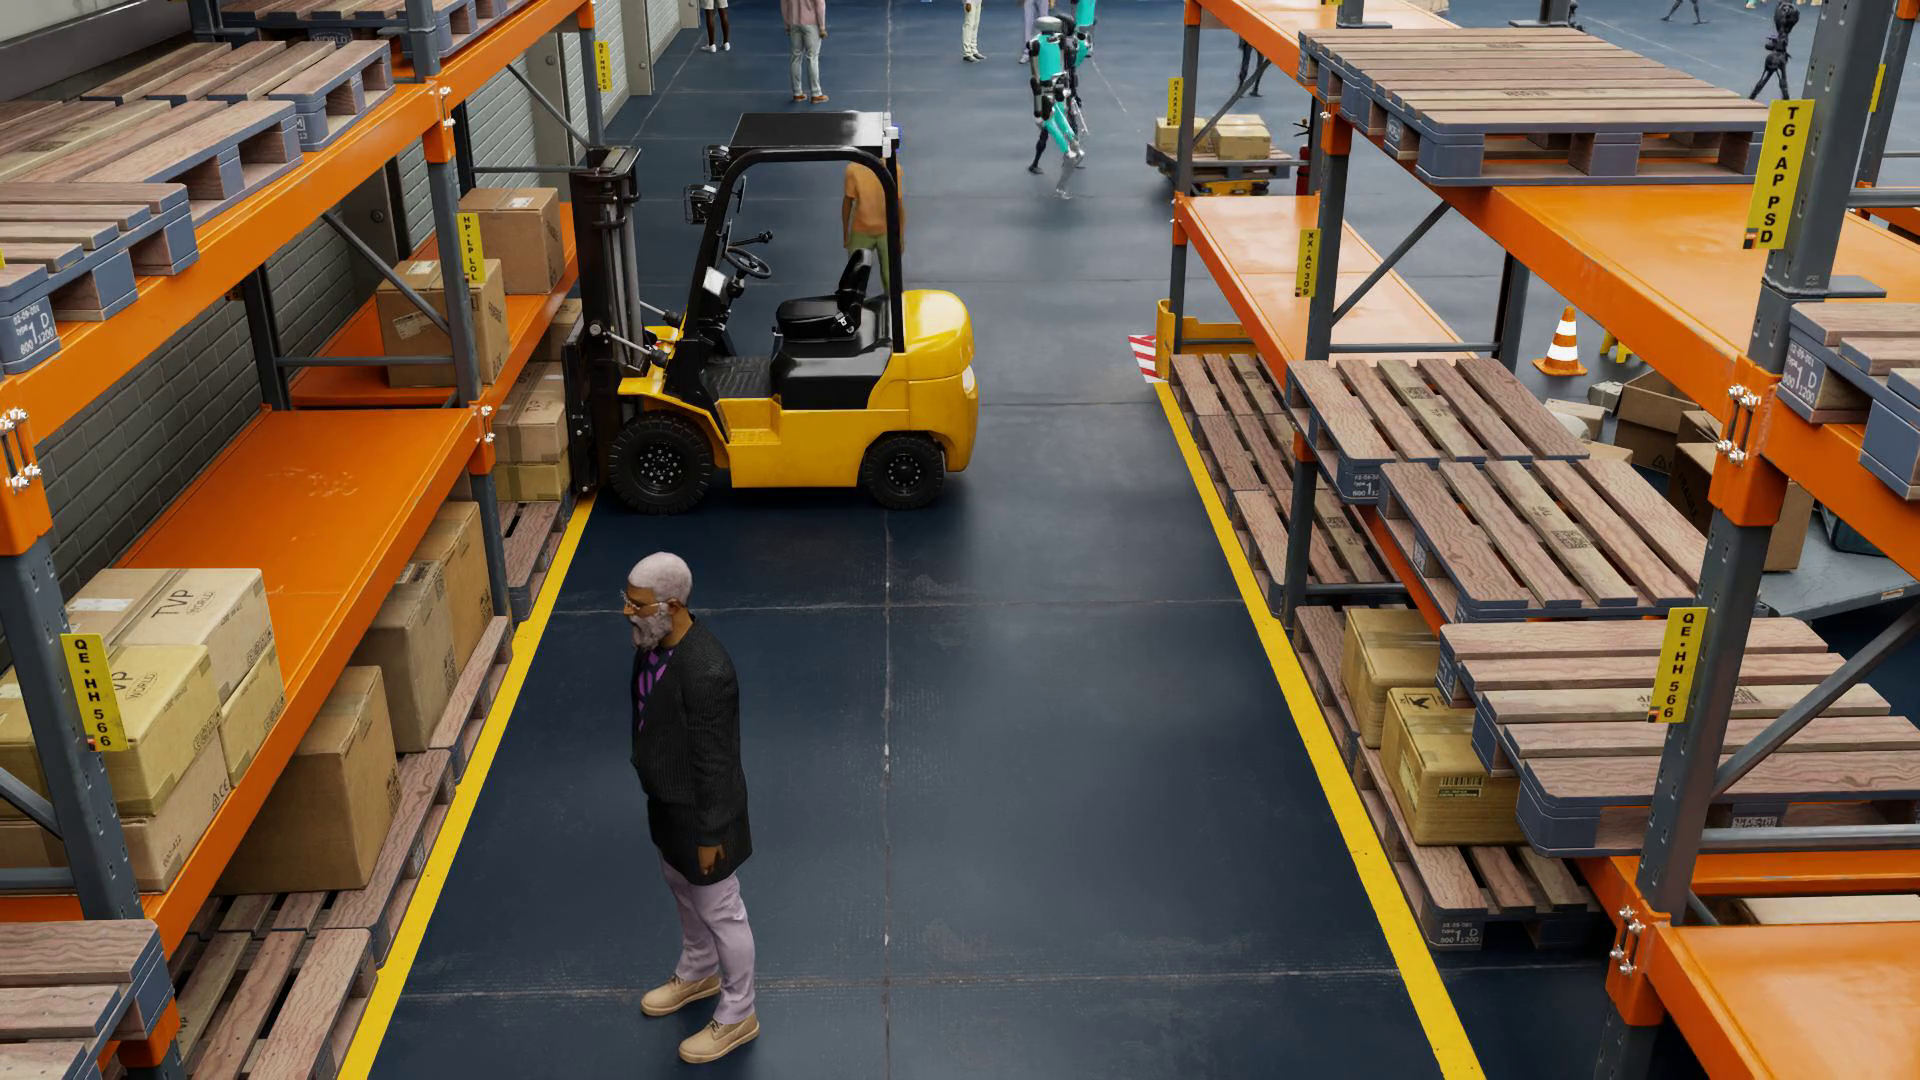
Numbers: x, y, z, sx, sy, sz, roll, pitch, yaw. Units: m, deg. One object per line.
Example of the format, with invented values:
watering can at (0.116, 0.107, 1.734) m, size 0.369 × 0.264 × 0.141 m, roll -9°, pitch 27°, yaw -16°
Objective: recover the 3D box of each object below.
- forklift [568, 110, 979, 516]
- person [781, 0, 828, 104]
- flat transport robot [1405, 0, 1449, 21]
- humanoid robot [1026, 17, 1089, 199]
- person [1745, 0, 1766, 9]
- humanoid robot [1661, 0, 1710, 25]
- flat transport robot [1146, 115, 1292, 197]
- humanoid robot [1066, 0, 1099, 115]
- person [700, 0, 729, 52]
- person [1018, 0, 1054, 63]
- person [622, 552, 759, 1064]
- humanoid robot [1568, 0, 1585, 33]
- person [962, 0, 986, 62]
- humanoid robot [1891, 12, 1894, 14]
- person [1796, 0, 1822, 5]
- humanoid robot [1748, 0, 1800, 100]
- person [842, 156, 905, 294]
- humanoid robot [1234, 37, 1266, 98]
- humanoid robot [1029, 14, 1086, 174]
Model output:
forklift at (-1.043, -1.379, 9.976) m, size 2.313 × 2.155 × 1.214 m, roll -1°, pitch 25°, yaw -2°
person at (-1.994, -6.589, 21.304) m, size 0.626 × 1.940 × 0.372 m, roll 12°, pitch 28°, yaw 24°
flat transport robot at (7.012, -8.206, 26.681) m, size 0.659 × 0.231 × 1.431 m, roll 22°, pitch 33°, yaw 39°
humanoid robot at (1.071, -4.276, 16.721) m, size 0.755 × 1.850 × 0.546 m, roll 19°, pitch 32°, yaw 35°
person at (14.166, -10.405, 29.442) m, size 0.525 × 1.883 × 0.546 m, roll 19°, pitch 31°, yaw 35°
humanoid robot at (12.246, -9.453, 27.744) m, size 0.798 × 1.618 × 0.609 m, roll 15°, pitch 29°, yaw 29°
flat transport robot at (2.629, -3.733, 17.209) m, size 0.659 × 0.231 × 1.431 m, roll -6°, pitch 26°, yaw -12°
humanoid robot at (1.340, -6.072, 20.509) m, size 0.748 × 1.831 × 0.553 m, roll 21°, pitch 32°, yaw 37°
person at (-3.737, -8.346, 25.071) m, size 0.544 × 1.900 × 0.375 m, roll -18°, pitch 31°, yaw -33°
person at (1.114, -7.891, 24.200) m, size 0.566 × 1.851 × 0.515 m, roll 9°, pitch 27°, yaw 19°
person at (-0.902, 0.885, 5.585) m, size 0.402 × 1.850 × 0.525 m, roll -16°, pitch 30°, yaw -30°
humanoid robot at (6.756, -5.226, 18.726) m, size 0.608 × 1.649 × 0.334 m, roll -11°, pitch 27°, yaw -22°
person at (0.203, -7.904, 24.297) m, size 0.322 × 1.755 × 0.562 m, roll 9°, pitch 27°, yaw 19°
humanoid robot at (16.414, -9.866, 28.539) m, size 0.601 × 1.641 × 0.387 m, roll 5°, pitch 26°, yaw 11°
person at (15.368, -10.568, 29.784) m, size 0.545 × 1.890 × 0.379 m, roll 22°, pitch 33°, yaw 39°
humanoid robot at (10.090, -6.011, 20.432) m, size 0.777 × 1.622 × 0.610 m, roll 15°, pitch 29°, yaw 29°
person at (-0.647, -2.271, 12.437) m, size 0.482 × 1.697 × 0.427 m, roll 0°, pitch 25°, yaw 0°
humanoid robot at (3.860, -6.612, 21.664) m, size 0.583 × 1.654 × 0.332 m, roll -15°, pitch 29°, yaw -29°
humanoid robot at (1.069, -4.756, 17.737) m, size 0.619 × 1.638 × 0.599 m, roll 16°, pitch 30°, yaw 30°
